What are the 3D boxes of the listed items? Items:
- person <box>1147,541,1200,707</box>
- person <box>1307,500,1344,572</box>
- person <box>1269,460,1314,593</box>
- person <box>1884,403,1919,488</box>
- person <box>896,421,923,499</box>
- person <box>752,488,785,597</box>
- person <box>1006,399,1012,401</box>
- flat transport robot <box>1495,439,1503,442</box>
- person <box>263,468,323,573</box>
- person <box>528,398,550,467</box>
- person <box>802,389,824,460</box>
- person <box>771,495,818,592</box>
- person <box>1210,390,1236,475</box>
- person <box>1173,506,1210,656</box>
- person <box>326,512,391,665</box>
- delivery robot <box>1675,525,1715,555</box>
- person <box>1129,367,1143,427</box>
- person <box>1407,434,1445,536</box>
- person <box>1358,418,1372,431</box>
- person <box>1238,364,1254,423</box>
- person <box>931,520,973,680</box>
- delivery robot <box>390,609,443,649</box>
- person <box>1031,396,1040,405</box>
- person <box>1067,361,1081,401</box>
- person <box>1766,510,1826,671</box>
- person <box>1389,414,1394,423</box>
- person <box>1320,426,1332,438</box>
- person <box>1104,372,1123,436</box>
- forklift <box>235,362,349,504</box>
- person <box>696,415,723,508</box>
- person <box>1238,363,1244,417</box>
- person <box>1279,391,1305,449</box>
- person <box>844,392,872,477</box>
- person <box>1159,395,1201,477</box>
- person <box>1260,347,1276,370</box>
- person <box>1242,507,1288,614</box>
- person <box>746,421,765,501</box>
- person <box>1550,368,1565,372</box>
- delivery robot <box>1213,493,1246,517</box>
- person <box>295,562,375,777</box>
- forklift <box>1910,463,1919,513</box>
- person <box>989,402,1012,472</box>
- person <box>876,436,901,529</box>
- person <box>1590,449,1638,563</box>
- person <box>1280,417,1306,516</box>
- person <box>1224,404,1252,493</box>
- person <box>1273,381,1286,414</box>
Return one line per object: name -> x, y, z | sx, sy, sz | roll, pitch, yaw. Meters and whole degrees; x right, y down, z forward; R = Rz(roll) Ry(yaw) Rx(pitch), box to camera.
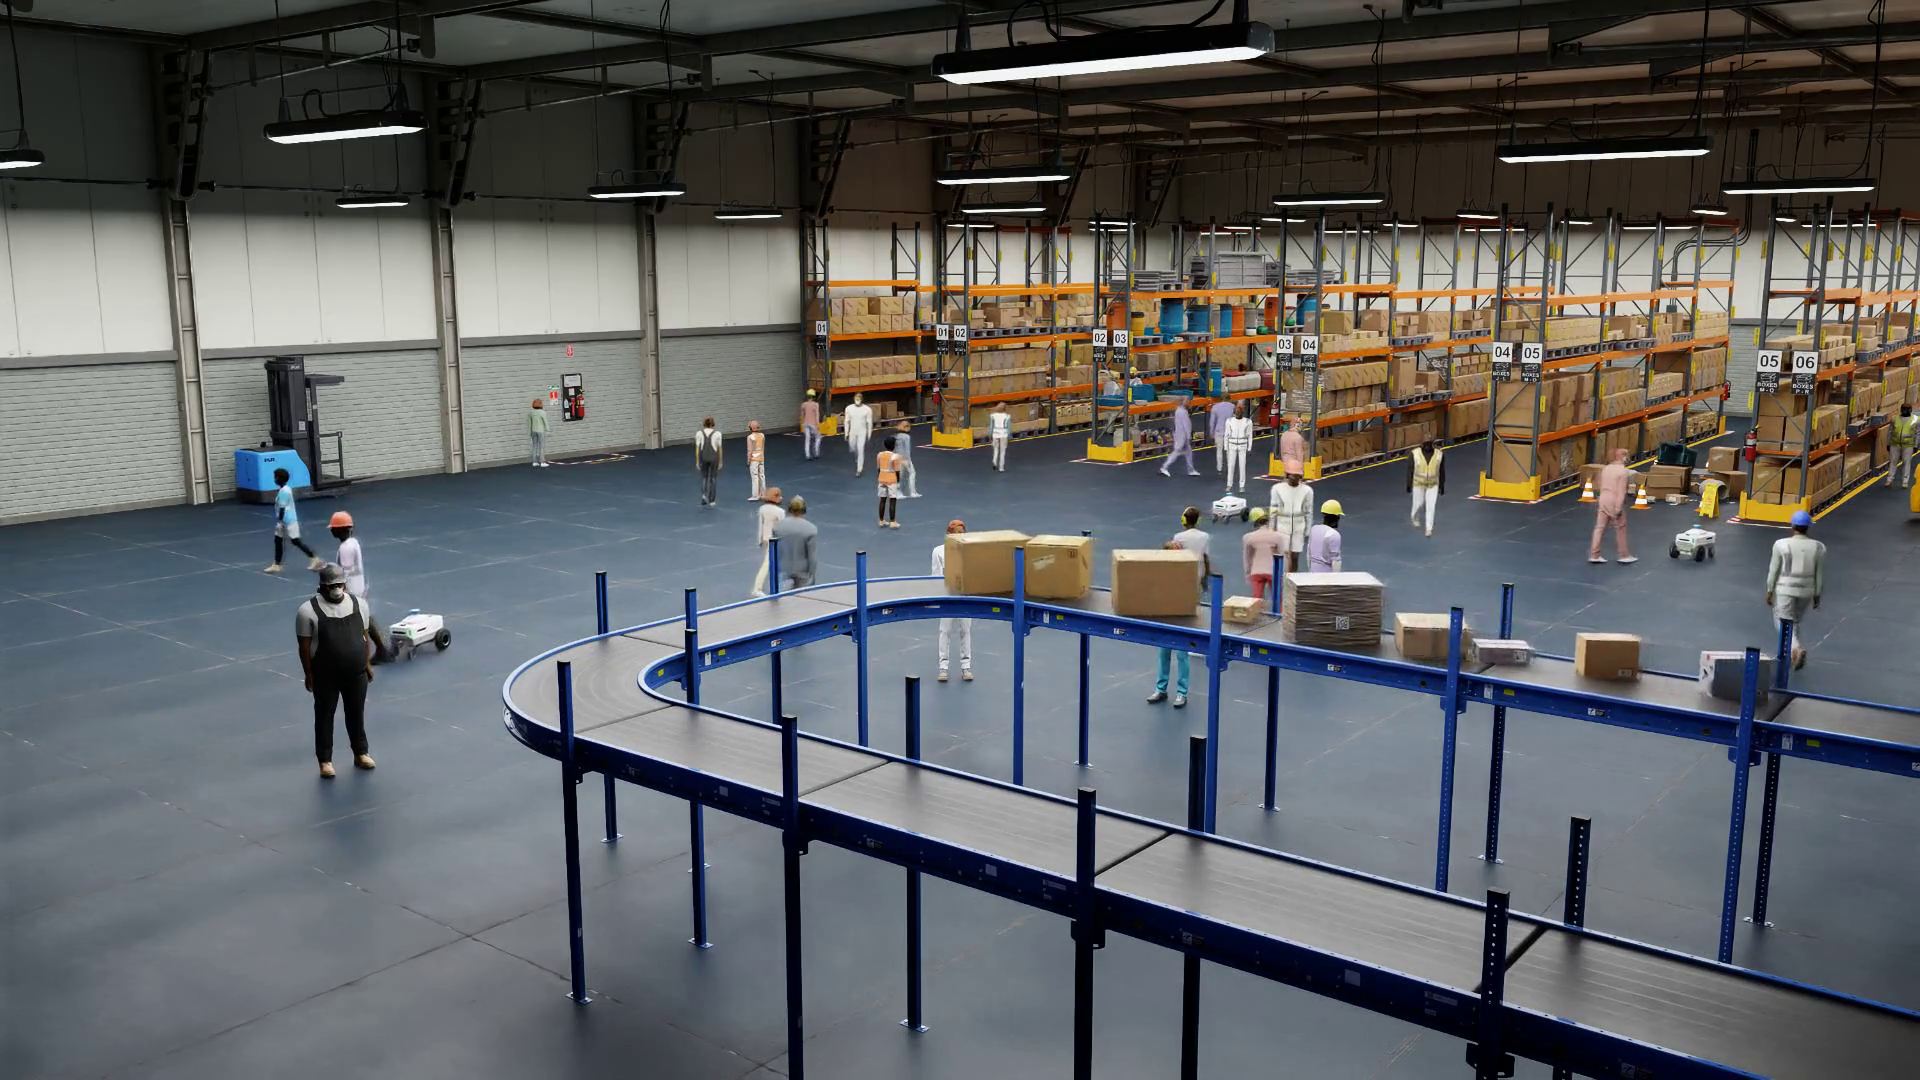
person -> 2.364, 0.904, 17.205 | 0.564, 1.837, 0.396 | 8, 13, 39
person -> 4.561, 0.453, 19.499 | 0.381, 1.923, 0.591 | -4, 11, -22
person -> 4.789, -0.157, 22.629 | 0.642, 2.029, 0.439 | 0, 10, 2
person -> 20.373, -2.050, 33.821 | 0.619, 1.845, 0.430 | 9, 14, 42
person -> -1.056, -1.656, 32.217 | 0.669, 1.608, 0.524 | -7, 12, -34
person -> -2.729, 0.025, 22.876 | 0.511, 1.585, 0.906 | 10, 14, 43
person -> 1.384, -4.498, 47.153 | 0.619, 1.998, 0.999 | 10, 14, 43
flat transport robot -> 14.948, -2.807, 42.620 | 0.652, 0.197, 1.431 | 4, 11, 21
person -> -10.504, -0.312, 24.558 | 0.842, 1.661, 0.528 | -4, 11, -23
person -> -10.042, -2.560, 37.274 | 0.501, 1.633, 0.278 | 4, 11, 19
person -> -3.625, -2.850, 38.570 | 0.560, 1.741, 0.650 | 6, 12, 29
person -> -2.105, 0.394, 19.848 | 0.637, 1.925, 0.719 | 2, 10, 12
person -> 6.062, -2.464, 35.892 | 0.637, 1.936, 0.422 | 0, 10, -2
person -> 2.799, 0.487, 19.560 | 0.535, 1.827, 0.928 | -5, 11, -26
person -> -7.379, 0.596, 18.815 | 0.980, 1.884, 0.564 | -3, 11, -16
delivery robot -> 12.132, -0.007, 25.795 | 0.707, 0.478, 0.477 | -7, 12, -35
person -> 5.007, -4.103, 45.393 | 0.403, 1.835, 0.586 | -8, 13, -39
person -> 8.339, -1.006, 28.019 | 0.651, 1.816, 0.640 | 2, 10, 11
person -> 11.044, -3.640, 42.528 | 0.594, 1.924, 0.382 | 8, 13, 37
person -> 8.561, -4.369, 46.957 | 0.653, 1.805, 0.852 | 8, 13, 39
person -> -0.047, 0.698, 18.231 | 0.584, 1.884, 0.346 | -1, 10, -7
delivery robot -> -6.785, 1.108, 19.524 | 0.477, 0.478, 0.707 | 3, 10, 17
person -> 2.423, -4.897, 49.572 | 0.545, 1.938, 0.361 | 7, 12, 35
person -> 3.608, -4.674, 48.735 | 0.608, 1.787, 0.905 | 10, 14, 44
person -> 9.972, 0.604, 18.642 | 0.613, 1.928, 0.787 | 1, 10, 4
person -> 12.615, -4.231, 45.743 | 0.610, 1.964, 0.366 | -5, 11, -27
person -> 9.623, -3.407, 41.234 | 0.540, 1.930, 0.383 | -3, 11, -17
person -> 4.341, -3.833, 44.014 | 0.596, 1.789, 0.756 | 9, 13, 41
forklift -> -13.803, -2.244, 32.110 | 1.129, 2.768, 1.873 | 8, 13, 37
person -> -4.987, -1.569, 31.151 | 0.511, 1.832, 0.430 | 0, 10, 2
person -> 8.520, -4.458, 47.458 | 0.517, 1.825, 0.986 | 9, 13, 40
person -> 8.728, -3.367, 41.009 | 0.995, 1.937, 0.625 | -7, 12, -35
person -> -2.314, -2.440, 35.813 | 0.638, 1.917, 0.744 | 2, 10, 9
person -> 5.001, -2.365, 35.537 | 0.927, 1.863, 0.623 | 1, 10, 8
person -> 10.704, -5.715, 54.185 | 0.612, 1.948, 1.039 | -2, 10, -9
person -> 3.911, 0.450, 20.093 | 0.605, 1.729, 0.383 | 2, 10, 12
person -> -4.171, -1.617, 31.952 | 0.311, 1.639, 0.513 | 6, 12, 31
person -> 18.528, -4.722, 48.818 | 0.611, 1.855, 1.039 | -1, 10, -5
delivery robot -> 5.066, -0.646, 29.392 | 0.477, 0.478, 0.707 | 9, 14, 42
person -> -5.900, 1.233, 14.902 | 0.687, 2.000, 0.538 | -9, 14, -42
forklift -> 19.034, -1.348, 28.998 | 2.313, 2.155, 1.214 | 8, 13, 37
person -> 0.950, -2.392, 36.336 | 0.550, 1.622, 0.395 | 4, 11, 19
person -> -1.299, -1.057, 28.657 | 0.537, 1.691, 0.318 | 8, 13, 37
person -> 10.610, -0.542, 25.296 | 0.865, 1.852, 0.657 | -3, 10, -14
person -> 6.426, -1.412, 30.062 | 0.406, 1.903, 0.639 | -4, 11, -20
person -> 5.879, -1.942, 33.091 | 0.584, 1.882, 0.337 | 3, 10, 15
person -> 8.478, -3.294, 41.037 | 0.533, 1.766, 0.319 | 7, 12, 35
